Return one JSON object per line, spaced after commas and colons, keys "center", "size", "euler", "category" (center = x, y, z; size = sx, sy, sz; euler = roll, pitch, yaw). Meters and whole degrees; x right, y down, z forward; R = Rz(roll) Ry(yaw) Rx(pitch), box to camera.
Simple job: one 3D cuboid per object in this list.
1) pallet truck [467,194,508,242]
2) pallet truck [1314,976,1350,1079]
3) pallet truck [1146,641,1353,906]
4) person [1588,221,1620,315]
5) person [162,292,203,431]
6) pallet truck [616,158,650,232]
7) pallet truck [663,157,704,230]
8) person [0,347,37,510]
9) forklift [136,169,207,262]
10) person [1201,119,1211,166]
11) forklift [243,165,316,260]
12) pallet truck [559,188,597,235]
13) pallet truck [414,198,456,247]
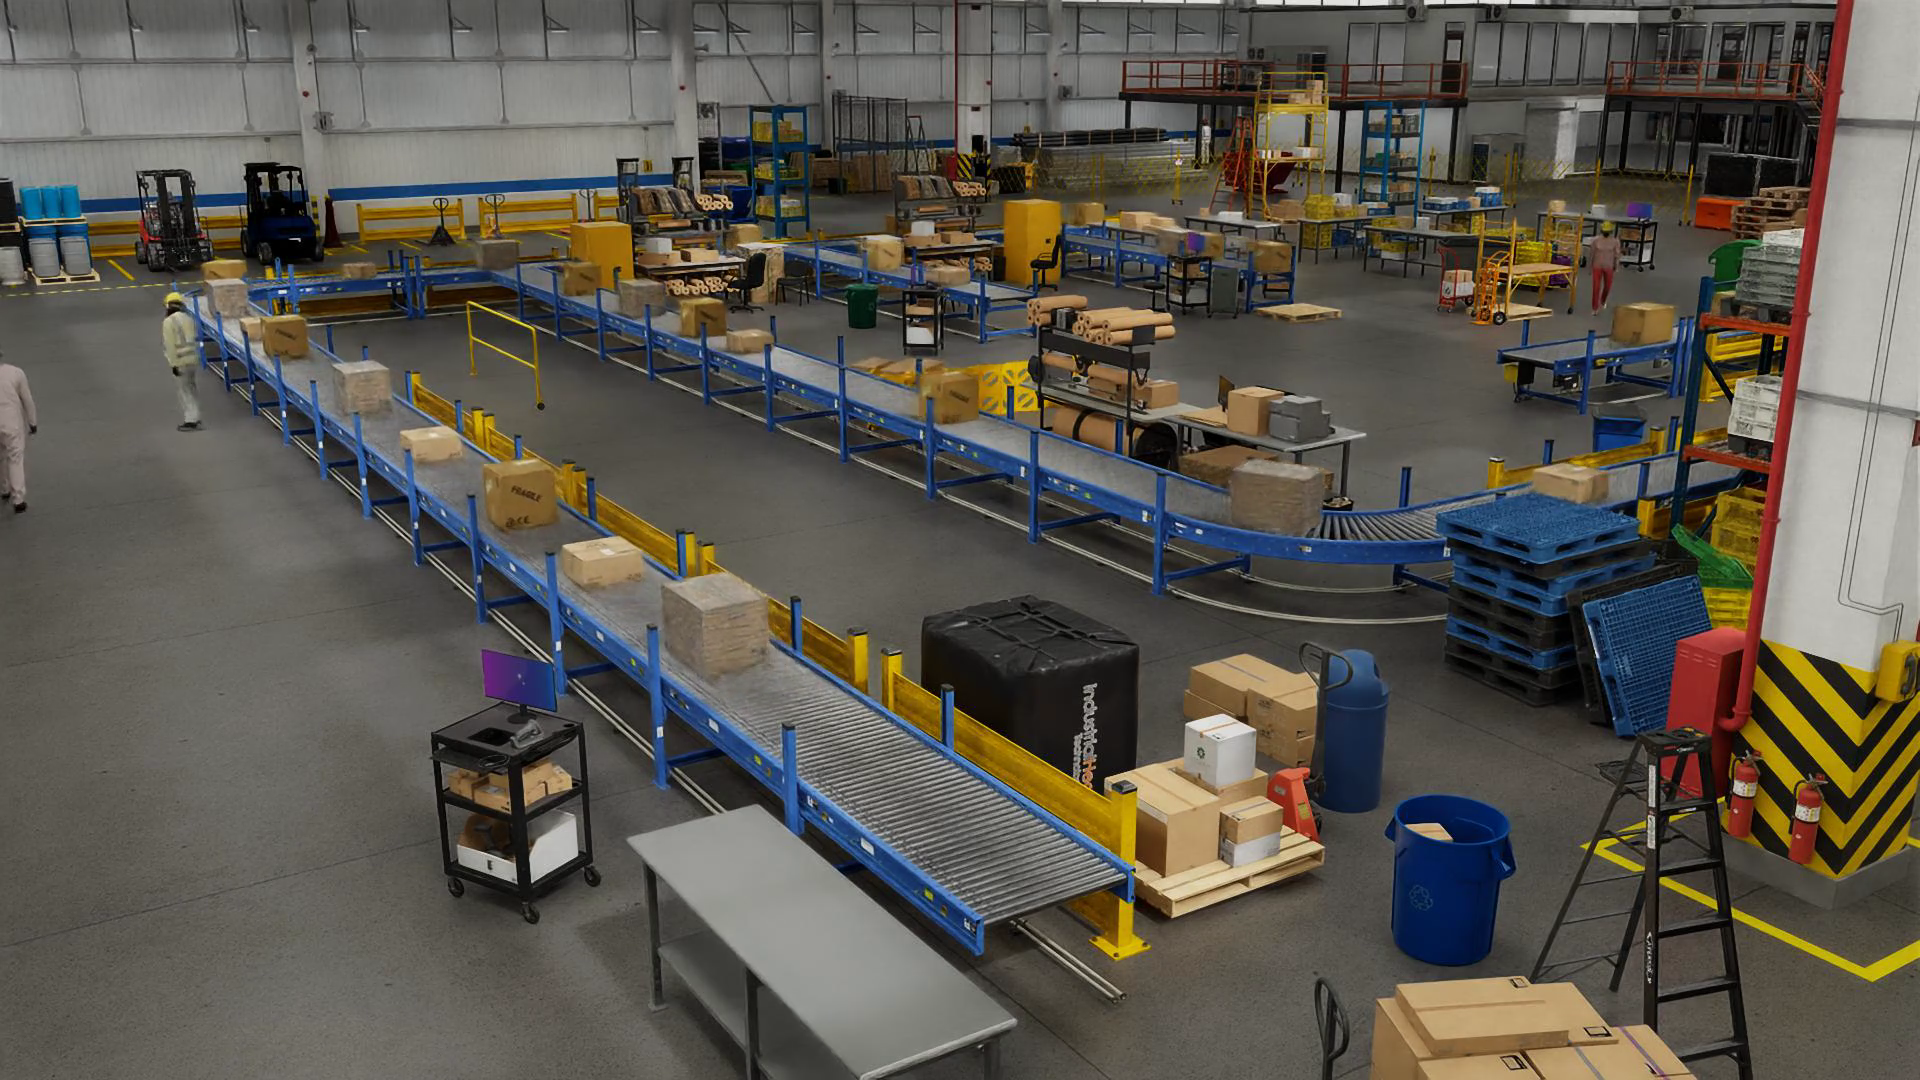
{"center": [-11.983, -8.177, 42.137], "size": [0.704, 1.261, 1.522], "euler": [-11, 20, -33], "category": "pallet truck"}
{"center": [2.299, 2.390, 7.086], "size": [1.601, 1.201, 0.680], "euler": [-2, 17, -7], "category": "pallet truck"}
{"center": [1.664, 1.407, 10.232], "size": [1.630, 1.274, 0.653], "euler": [-10, 20, -31], "category": "pallet truck"}
{"center": [12.000, -5.080, 31.043], "size": [0.541, 1.751, 0.466], "euler": [5, 17, 15], "category": "person"}
{"center": [-10.246, -2.346, 21.896], "size": [0.451, 1.783, 0.726], "euler": [2, 17, 5], "category": "person"}
{"center": [-8.918, -9.176, 44.255], "size": [0.823, 1.965, 1.885], "euler": [-9, 19, -27], "category": "pallet truck"}
{"center": [-7.586, -9.308, 44.692], "size": [0.823, 1.965, 1.885], "euler": [-11, 20, -33], "category": "pallet truck"}
{"center": [-10.499, -1.278, 18.227], "size": [0.670, 1.852, 1.017], "euler": [-7, 18, -22], "category": "person"}
{"center": [-17.842, -7.318, 37.559], "size": [1.157, 1.987, 2.680], "euler": [-10, 20, -31], "category": "forklift"}
{"center": [9.995, -16.242, 67.963], "size": [0.572, 1.883, 0.358], "euler": [-11, 20, -32], "category": "person"}
{"center": [-15.898, -7.669, 38.708], "size": [1.157, 1.987, 2.680], "euler": [-11, 20, -33], "category": "forklift"}
{"center": [-10.010, -8.652, 43.699], "size": [0.653, 1.274, 1.630], "euler": [-10, 20, -31], "category": "pallet truck"}
{"center": [-13.250, -8.060, 41.856], "size": [0.680, 1.201, 1.601], "euler": [-10, 20, -31], "category": "pallet truck"}
